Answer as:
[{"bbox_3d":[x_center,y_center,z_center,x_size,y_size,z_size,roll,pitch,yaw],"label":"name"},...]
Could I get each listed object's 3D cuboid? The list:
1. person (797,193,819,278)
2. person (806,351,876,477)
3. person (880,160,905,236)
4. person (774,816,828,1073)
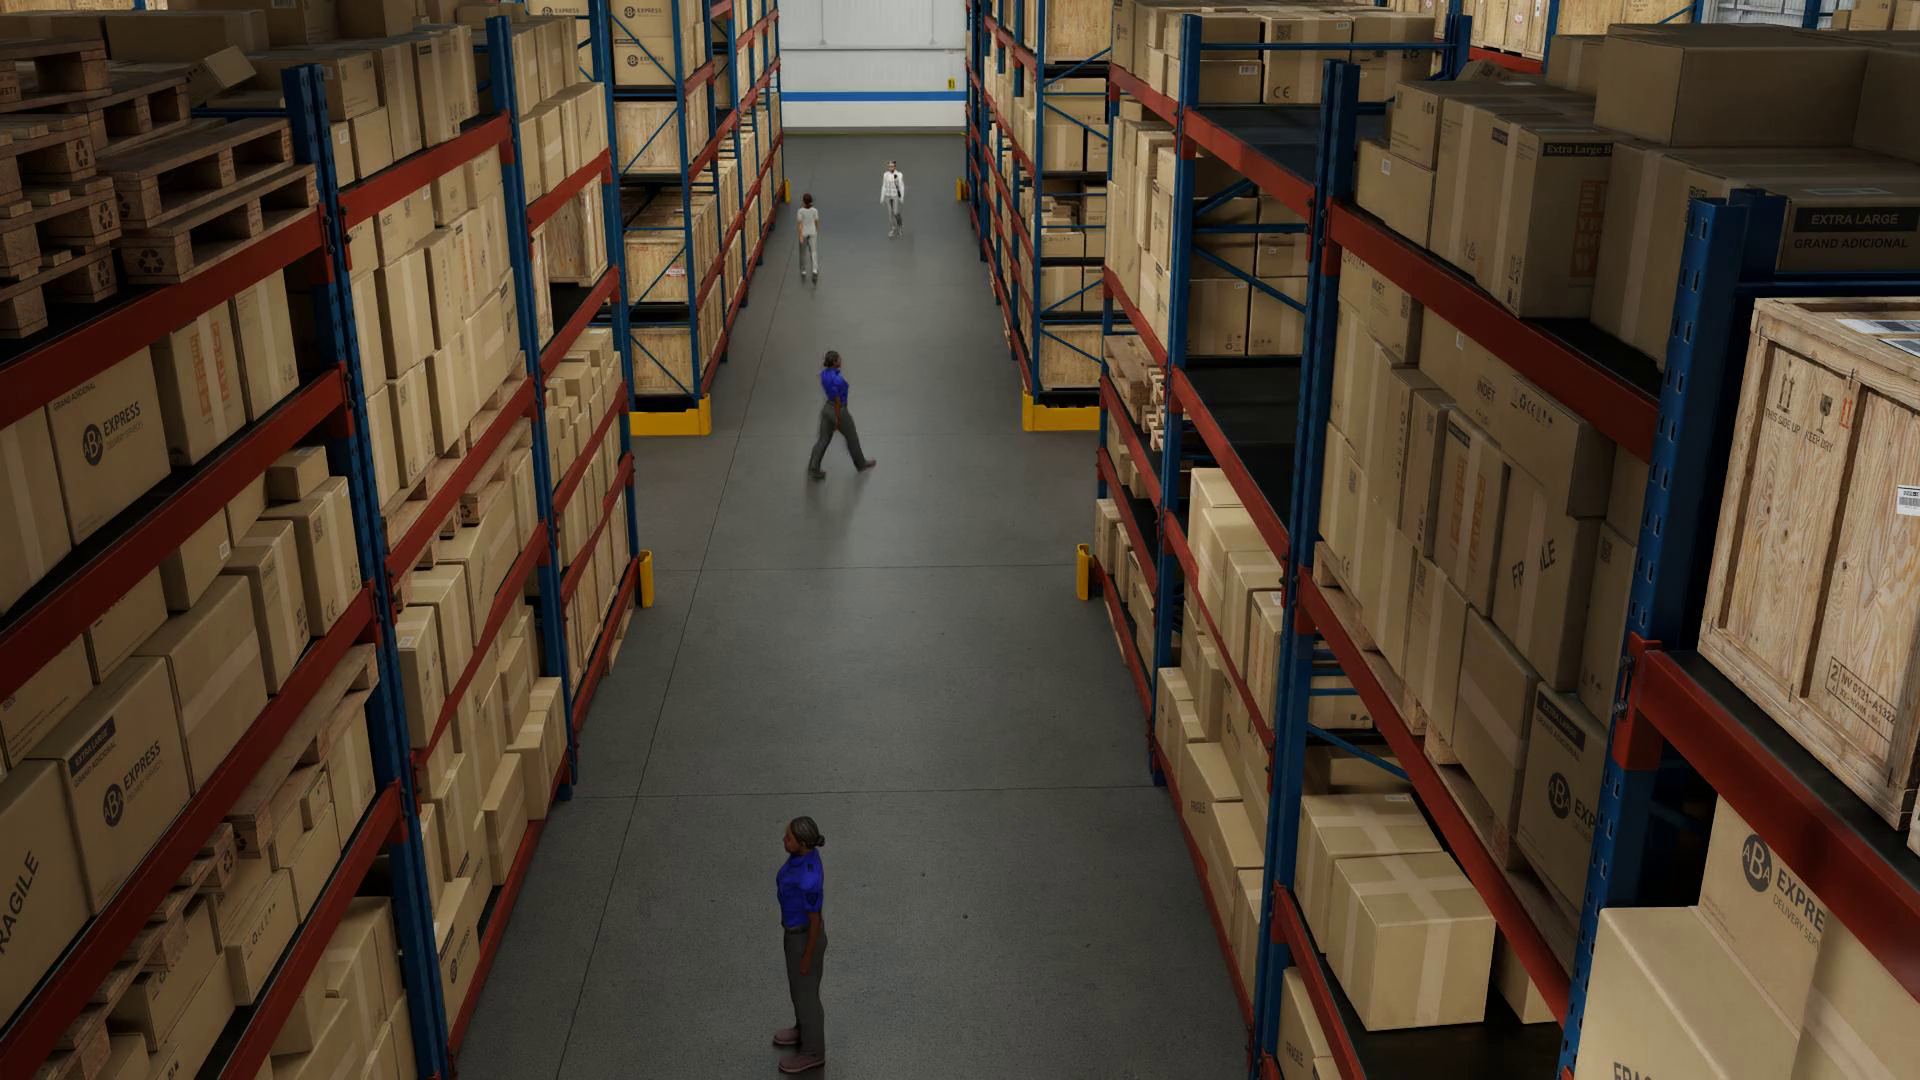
[{"bbox_3d":[-2.990,-6.010,32.752,0.440,1.628,1.007,-4,21,-12],"label":"person"},{"bbox_3d":[-1.537,-1.616,20.999,0.957,1.618,0.460,-16,26,-36],"label":"person"},{"bbox_3d":[-1.501,-7.587,36.904,0.498,1.672,0.419,9,22,23],"label":"person"},{"bbox_3d":[-0.982,2.428,10.141,0.354,1.660,0.443,-4,21,-10],"label":"person"}]
